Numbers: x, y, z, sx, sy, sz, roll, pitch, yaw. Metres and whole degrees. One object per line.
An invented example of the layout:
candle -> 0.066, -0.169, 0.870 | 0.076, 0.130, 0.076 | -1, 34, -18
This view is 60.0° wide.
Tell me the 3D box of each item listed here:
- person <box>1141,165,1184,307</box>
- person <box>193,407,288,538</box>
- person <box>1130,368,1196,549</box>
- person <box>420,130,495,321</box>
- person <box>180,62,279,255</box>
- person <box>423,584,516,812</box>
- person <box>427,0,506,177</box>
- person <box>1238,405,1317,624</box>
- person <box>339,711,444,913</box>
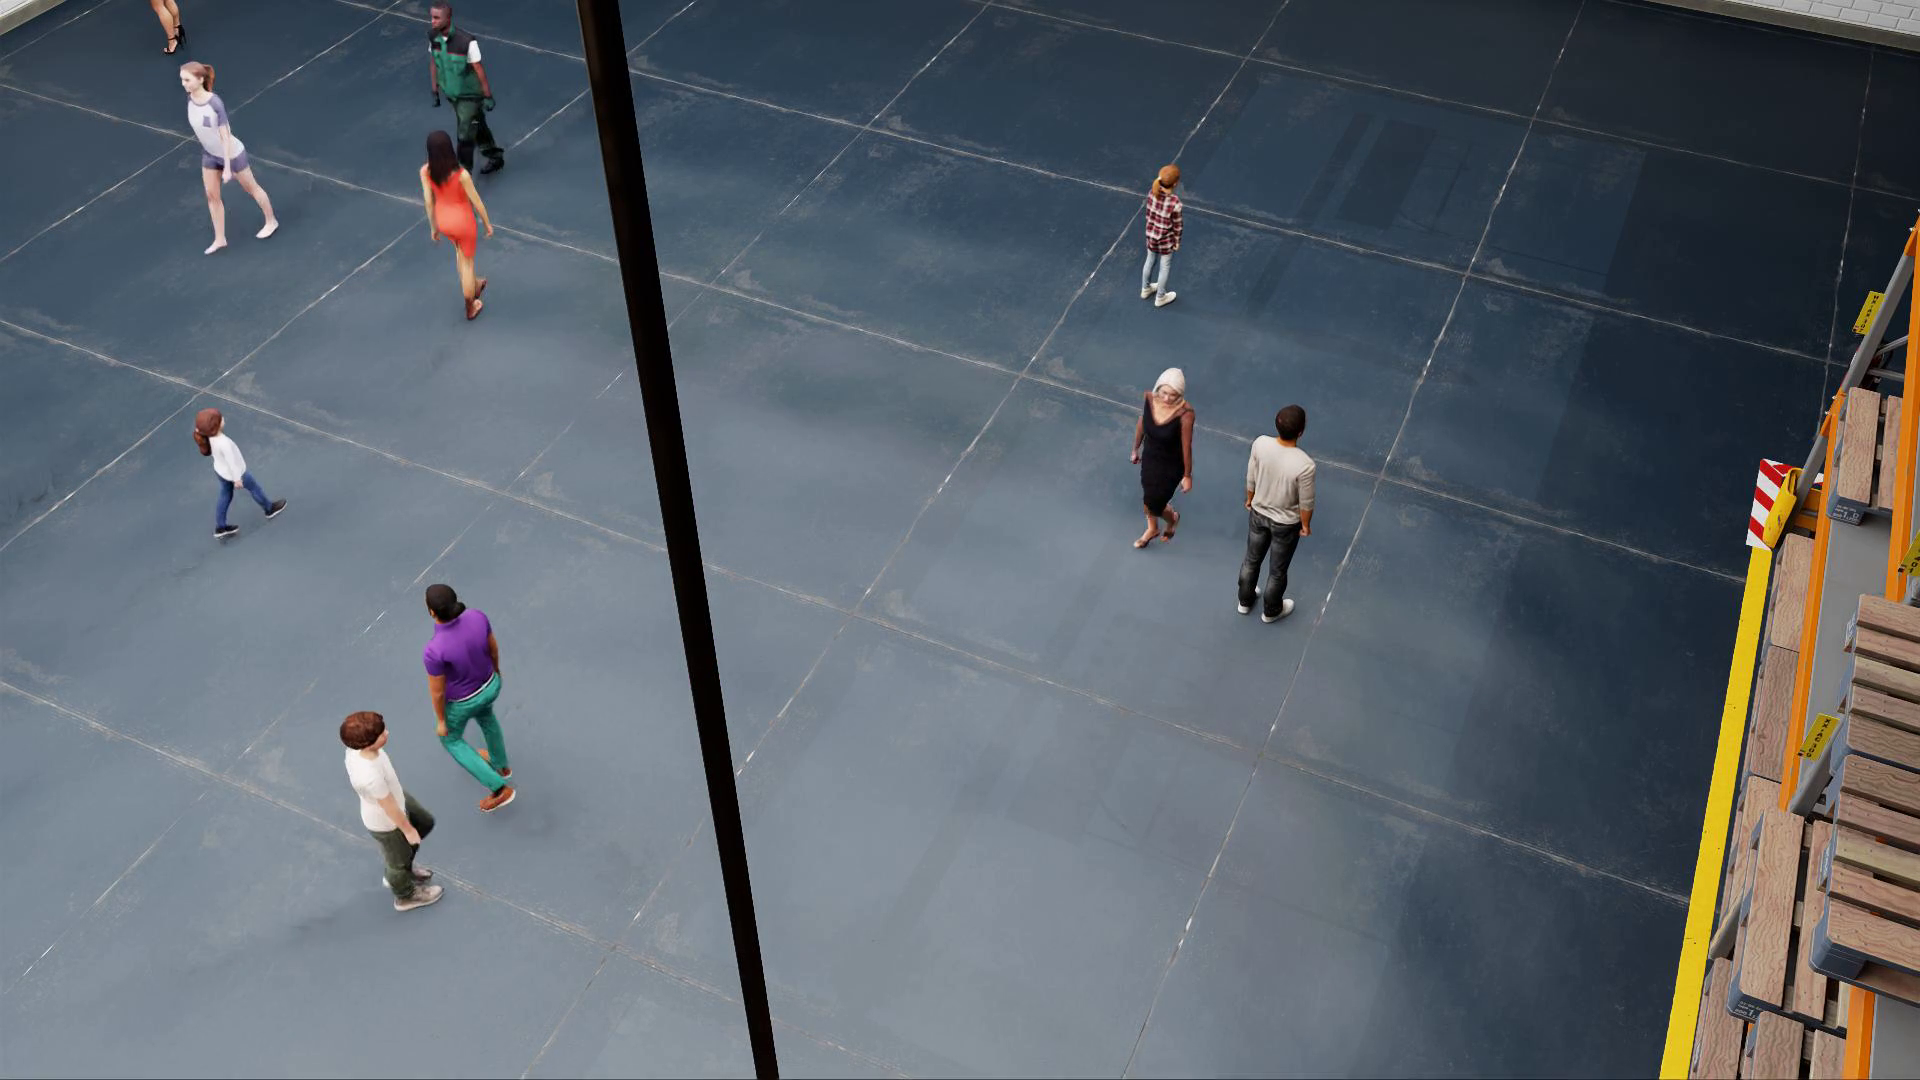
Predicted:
person -> 1.695, -2.576, 14.012 | 0.583, 1.305, 0.595 | 34, 53, 30
person -> -5.310, -0.481, 11.972 | 0.557, 1.084, 0.820 | 28, 50, 26
person -> 1.484, -0.571, 11.603 | 0.835, 1.725, 0.805 | -26, 49, -25
person -> -4.163, -2.535, 13.681 | 0.733, 1.702, 0.846 | 7, 44, 7
person -> -6.364, -3.414, 14.574 | 0.551, 1.743, 0.914 | 17, 46, 17
person -> -2.934, 0.940, 10.000 | 0.803, 1.747, 0.762 | 19, 47, 19
person -> -4.488, -4.109, 15.266 | 0.768, 1.795, 1.151 | 21, 48, 21
person -> 2.110, -0.168, 11.119 | 0.695, 1.809, 0.629 | 29, 51, 27
person -> -3.313, 1.576, 9.407 | 0.765, 1.644, 0.705 | -14, 45, -14
